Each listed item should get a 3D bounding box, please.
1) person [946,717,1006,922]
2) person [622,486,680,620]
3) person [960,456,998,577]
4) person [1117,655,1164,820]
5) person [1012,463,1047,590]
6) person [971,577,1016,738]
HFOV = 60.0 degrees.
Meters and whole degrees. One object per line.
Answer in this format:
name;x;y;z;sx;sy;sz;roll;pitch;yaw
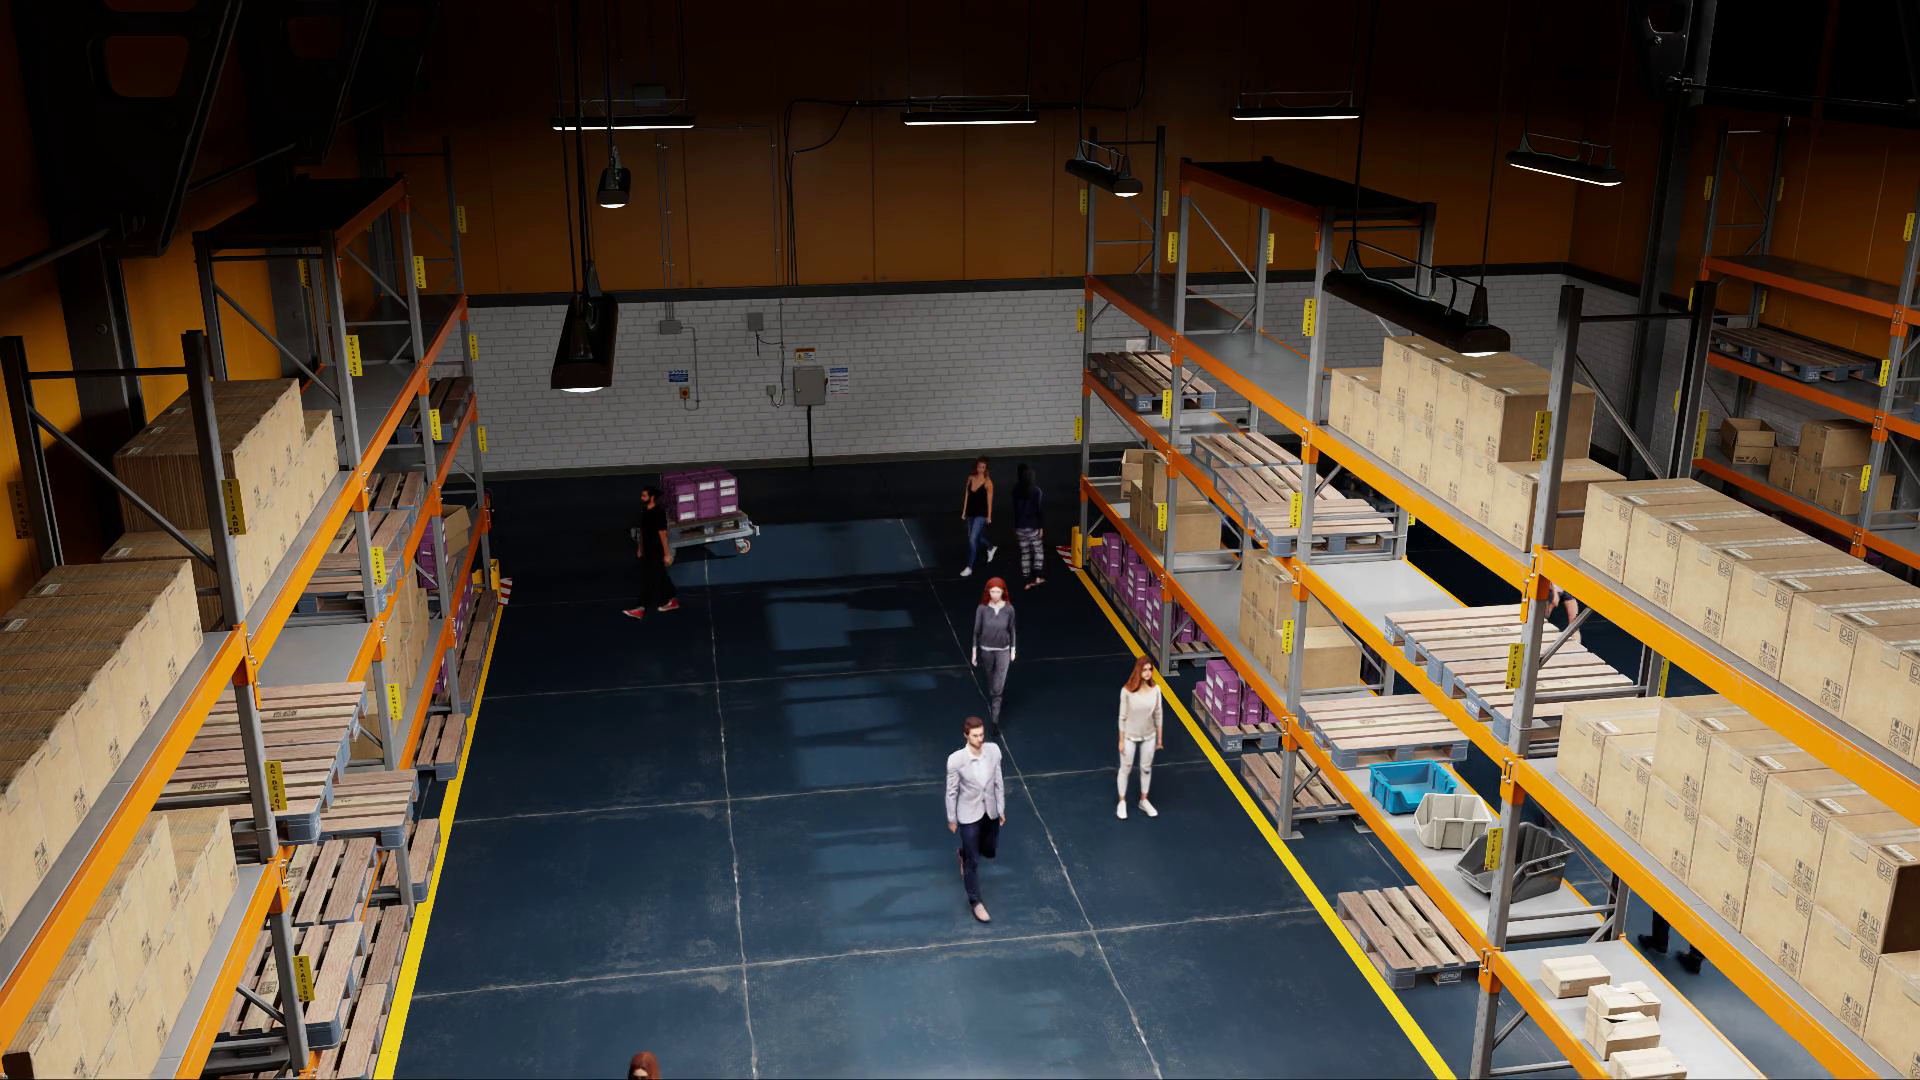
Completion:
person;0.123;2.358;14.559;0.844;1.835;1.104;-8;20;-22
person;-3.829;0.142;21.316;0.964;1.722;1.097;-12;22;-32
person;0.293;-0.356;22.863;1.027;1.678;1.055;-17;25;-40
person;1.723;1.894;16.142;0.593;1.703;0.532;-2;19;-7
person;0.863;-0.158;22.237;0.772;1.702;0.817;10;21;27
person;0.382;1.221;18.118;0.893;1.718;1.251;4;19;10
